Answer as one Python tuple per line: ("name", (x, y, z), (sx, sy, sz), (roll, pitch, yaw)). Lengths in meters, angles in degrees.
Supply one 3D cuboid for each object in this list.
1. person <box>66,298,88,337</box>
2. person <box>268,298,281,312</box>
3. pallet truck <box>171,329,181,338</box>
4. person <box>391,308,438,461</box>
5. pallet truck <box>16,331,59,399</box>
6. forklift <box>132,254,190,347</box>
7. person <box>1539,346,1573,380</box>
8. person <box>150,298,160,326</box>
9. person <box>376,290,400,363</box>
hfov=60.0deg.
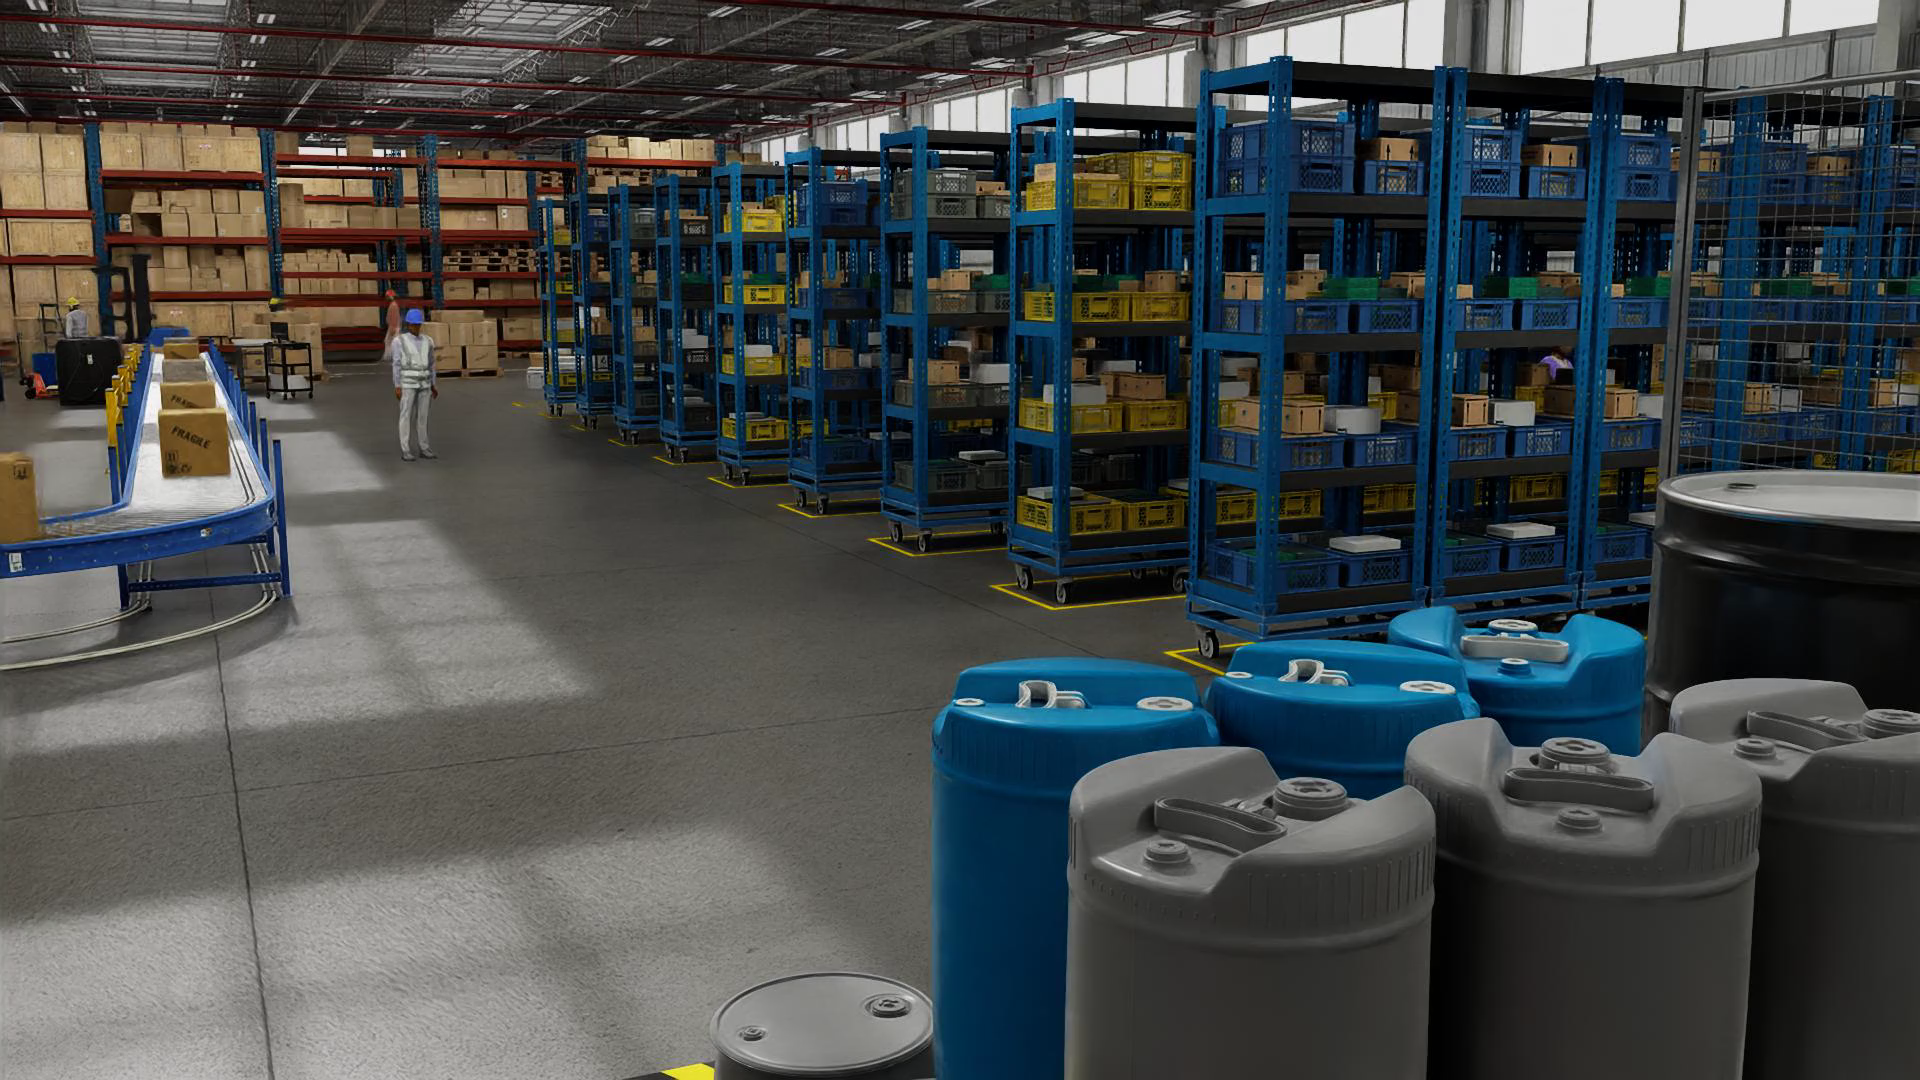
("person", (-20.246, -4.636, 38.138), (0.404, 1.826, 0.592), (3, 10, 17))
("person", (-17.518, -5.305, 42.542), (0.819, 1.733, 0.548), (-5, 10, -27))
("pallet truck", (-17.275, -3.851, 35.096), (1.601, 1.201, 0.680), (0, 9, 1))
("person", (-6.976, -1.989, 21.324), (0.402, 1.944, 0.605), (8, 12, 39))
("pallet truck", (-17.082, -3.353, 31.781), (1.630, 1.274, 0.653), (-4, 10, -25))
("forklift", (-19.306, -5.365, 39.372), (1.873, 2.768, 1.129), (-4, 10, -25))
("person", (5.974, -1.204, 16.748), (0.390, 1.850, 0.565), (8, 12, 42))
("person", (-22.494, -5.965, 46.385), (0.495, 1.817, 0.597), (-3, 10, -20))
("person", (-14.900, -5.630, 43.890), (0.973, 1.958, 0.623), (-4, 10, -24))
